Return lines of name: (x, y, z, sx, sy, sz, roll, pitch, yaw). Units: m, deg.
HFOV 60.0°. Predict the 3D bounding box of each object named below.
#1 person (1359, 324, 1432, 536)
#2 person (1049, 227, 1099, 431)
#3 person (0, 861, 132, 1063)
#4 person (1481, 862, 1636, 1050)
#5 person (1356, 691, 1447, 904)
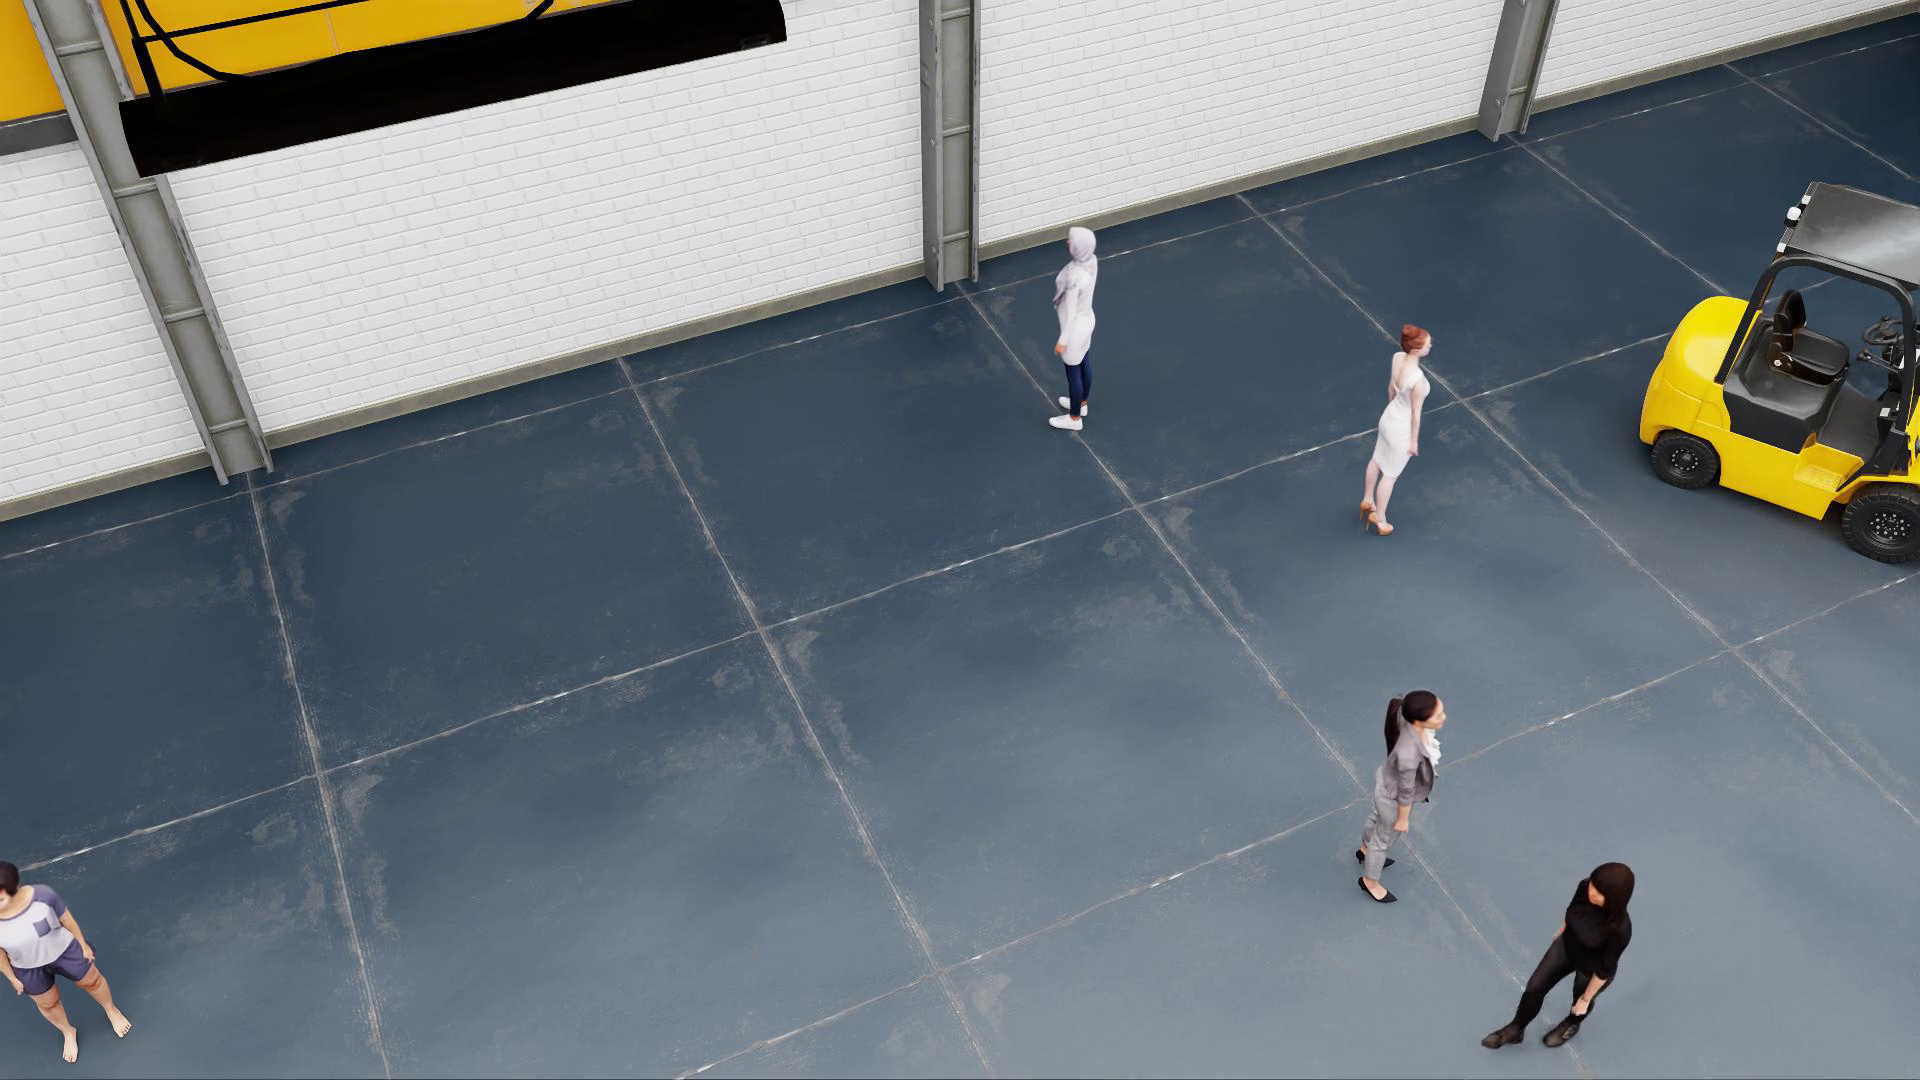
person: (3.073, -0.780, 11.748, 0.557, 1.790, 0.615, -8, 44, -8)
person: (0.893, -1.602, 12.623, 0.750, 1.775, 0.672, 18, 46, 18)
person: (-4.837, 2.189, 8.795, 0.496, 1.565, 0.652, -24, 49, -23)
person: (3.350, 2.185, 8.755, 0.803, 1.626, 0.600, -18, 46, -18)
person: (2.491, 1.437, 9.503, 0.761, 1.678, 0.725, 7, 44, 7)
